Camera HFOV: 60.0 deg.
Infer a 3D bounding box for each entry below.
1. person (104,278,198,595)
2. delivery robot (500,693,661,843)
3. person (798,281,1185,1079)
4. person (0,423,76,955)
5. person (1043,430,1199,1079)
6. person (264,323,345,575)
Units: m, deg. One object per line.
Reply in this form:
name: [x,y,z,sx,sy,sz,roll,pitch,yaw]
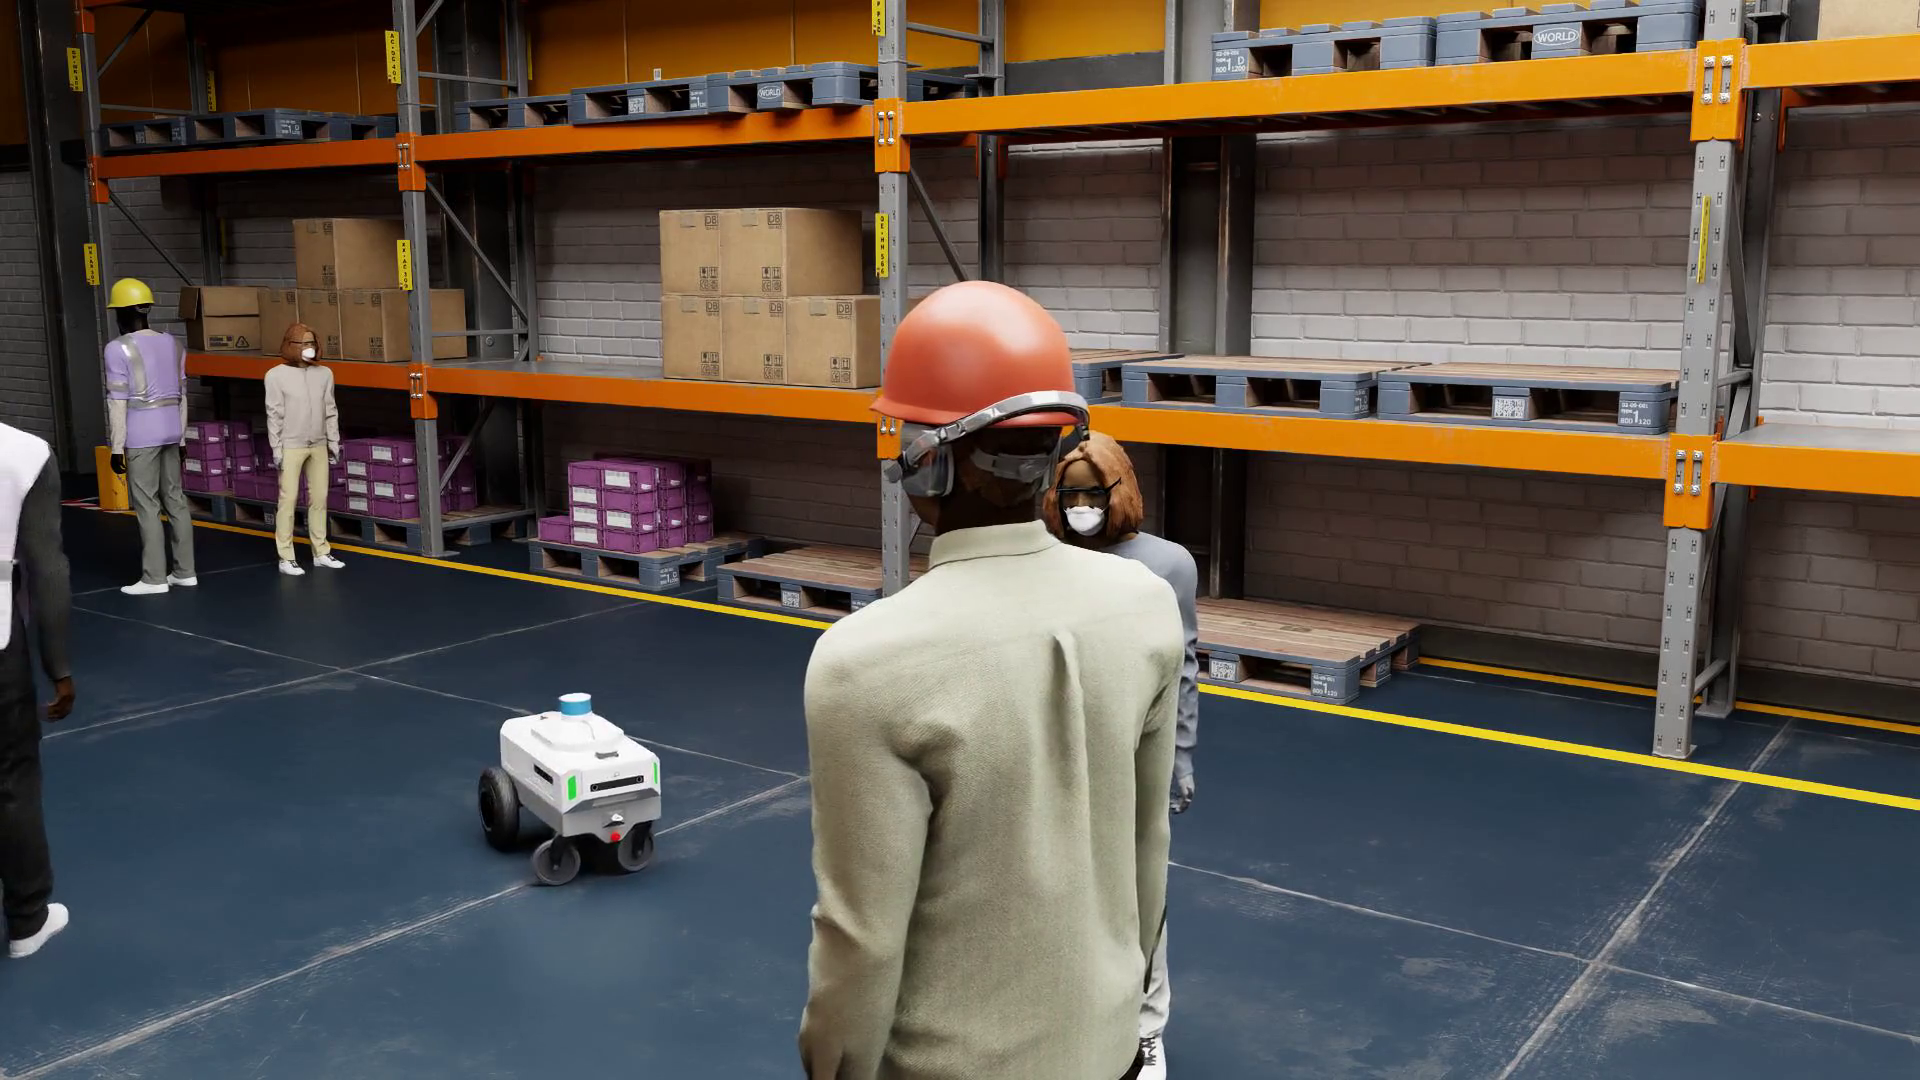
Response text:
person: [-4.958,-0.625,10.138,0.401,1.919,0.588,3,10,16]
delivery robot: [-1.292,0.763,5.631,0.477,0.478,0.707,-6,11,-33]
person: [0.034,0.664,2.217,0.609,1.996,0.379,-9,13,-42]
person: [-2.806,0.316,4.642,0.628,1.895,0.670,-3,10,-19]
person: [0.329,0.537,4.086,0.506,1.622,0.298,2,10,12]
person: [-4.254,-0.589,10.793,0.287,1.625,0.497,6,11,33]
